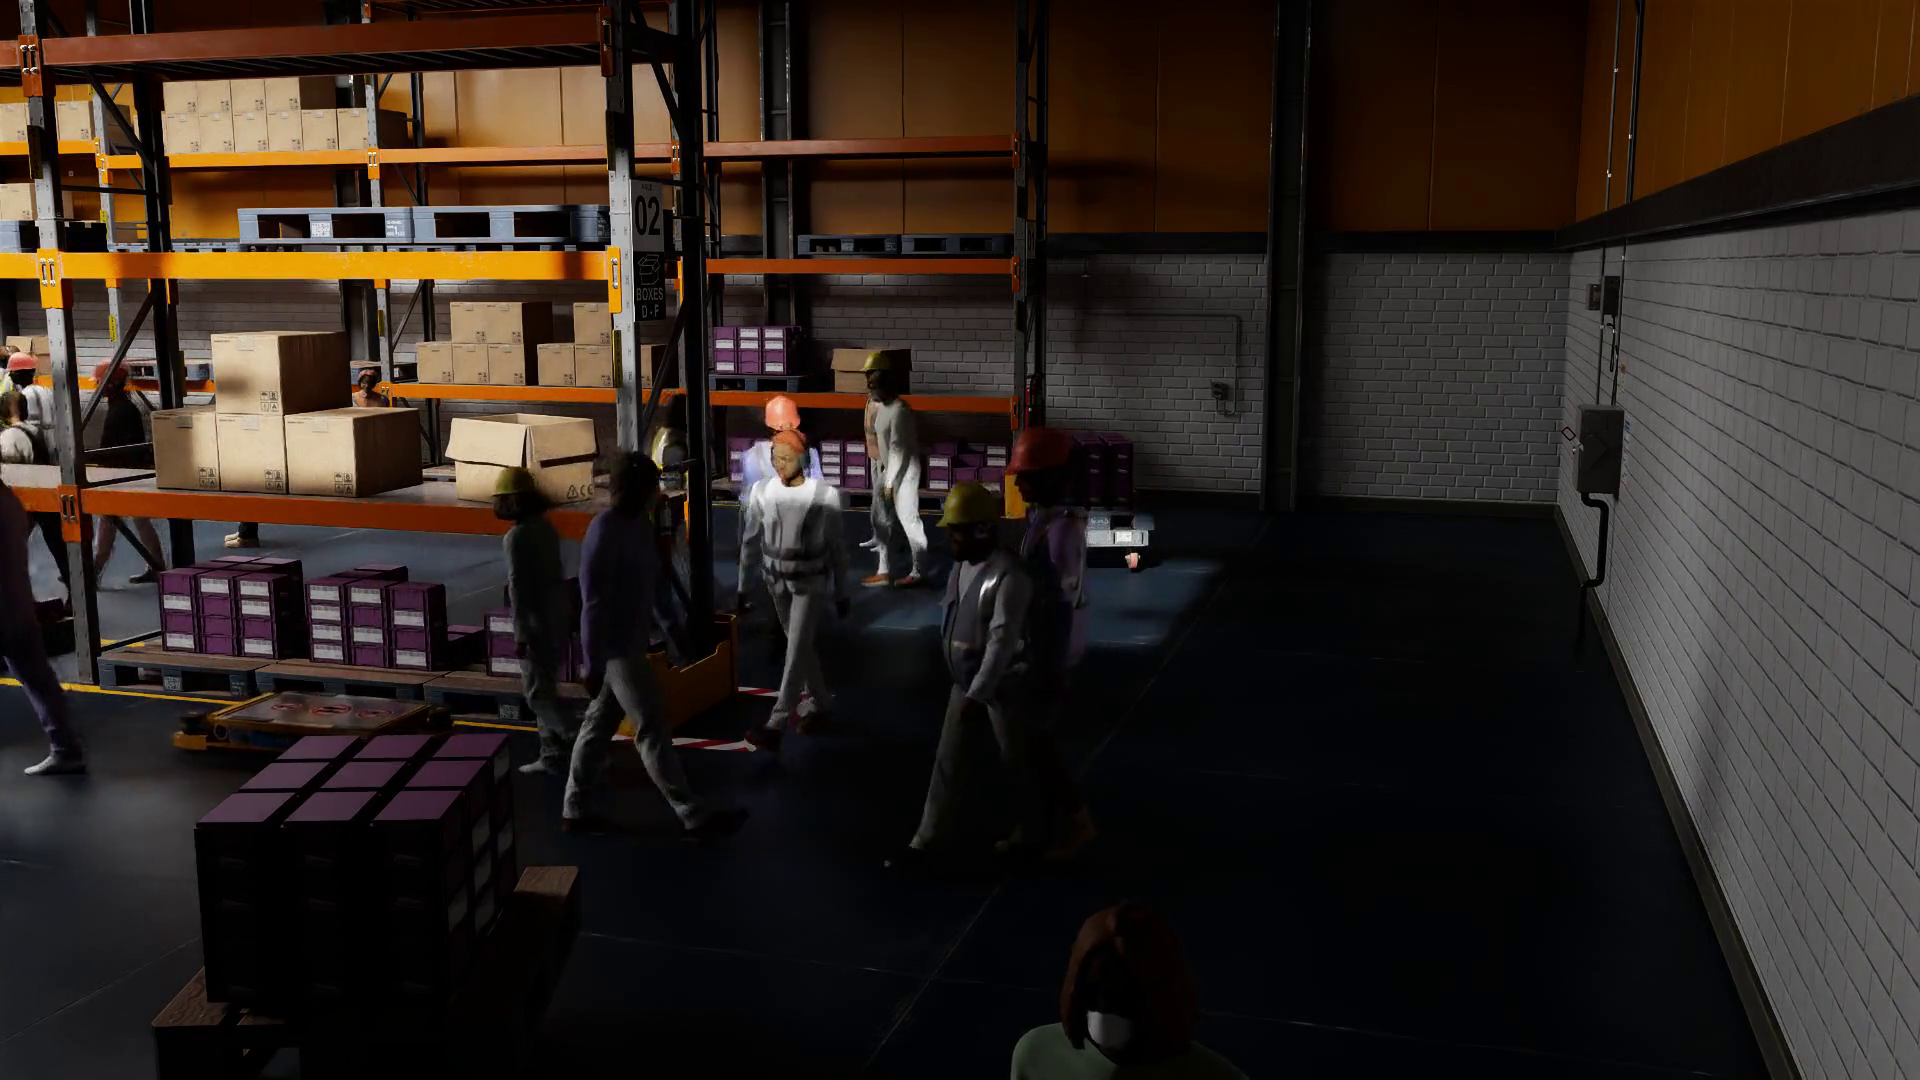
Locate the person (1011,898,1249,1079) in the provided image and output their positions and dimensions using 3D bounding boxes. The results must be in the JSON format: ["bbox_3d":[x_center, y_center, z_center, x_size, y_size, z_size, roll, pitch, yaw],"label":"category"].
[{"bbox_3d":[0.306,1.437,3.065,0.501,1.627,0.289,5,11,28],"label":"person"}]

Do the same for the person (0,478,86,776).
[{"bbox_3d":[-5.209,0.381,8.799,1.010,1.848,0.663,-2,10,-11],"label":"person"}]

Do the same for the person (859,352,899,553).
[{"bbox_3d":[-0.770,-0.842,16.035,0.370,1.929,0.585,-3,10,-19],"label":"person"}]

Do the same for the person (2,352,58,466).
[{"bbox_3d":[-9.323,-0.910,16.558,0.969,1.889,0.570,-2,9,-11],"label":"person"}]

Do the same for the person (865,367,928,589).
[{"bbox_3d":[-0.529,-0.513,14.132,0.512,1.911,0.632,-4,10,-22],"label":"person"}]

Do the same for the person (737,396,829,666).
[{"bbox_3d":[-1.120,-0.023,11.149,0.665,1.882,0.813,-6,11,-33],"label":"person"}]

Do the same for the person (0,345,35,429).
[{"bbox_3d":[-11.022,-1.356,19.459,0.429,1.837,0.621,-7,12,-38],"label":"person"}]

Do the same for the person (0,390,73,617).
[{"bbox_3d":[-7.309,-0.277,13.044,1.001,1.777,0.509,2,9,11],"label":"person"}]

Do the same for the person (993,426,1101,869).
[{"bbox_3d":[0.379,0.498,7.570,0.427,2.034,0.608,-1,9,-4],"label":"person"}]

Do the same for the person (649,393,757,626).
[{"bbox_3d":[-2.091,-0.220,12.660,0.970,1.791,0.637,-3,10,-18],"label":"person"}]

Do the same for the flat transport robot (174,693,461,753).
[{"bbox_3d":[-3.660,1.058,9.495,1.431,0.197,0.652,3,10,16],"label":"flat transport robot"}]

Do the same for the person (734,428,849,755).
[{"bbox_3d":[-0.986,0.283,9.450,0.595,1.825,1.021,5,11,28],"label":"person"}]

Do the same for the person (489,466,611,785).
[{"bbox_3d":[-2.177,0.457,8.836,0.641,1.702,0.505,2,10,12],"label":"person"}]

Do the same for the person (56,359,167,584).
[{"bbox_3d":[-7.295,-0.556,14.226,0.876,1.956,0.623,-4,10,-25],"label":"person"}]

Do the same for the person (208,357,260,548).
[{"bbox_3d":[-7.131,-0.942,16.305,0.535,2.000,0.674,-3,10,-20],"label":"person"}]

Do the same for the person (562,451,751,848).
[{"bbox_3d":[-1.481,0.524,7.882,0.997,1.879,0.618,0,9,2],"label":"person"}]

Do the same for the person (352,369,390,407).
[{"bbox_3d":[-6.443,-1.041,18.134,0.514,1.639,0.310,-7,12,-36],"label":"person"}]

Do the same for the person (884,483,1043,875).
[{"bbox_3d":[0.033,0.642,7.406,0.880,1.780,0.581,-6,11,-32],"label":"person"}]

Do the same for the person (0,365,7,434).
[{"bbox_3d":[-11.891,-1.560,20.436,0.682,1.923,0.403,2,10,14],"label":"person"}]
